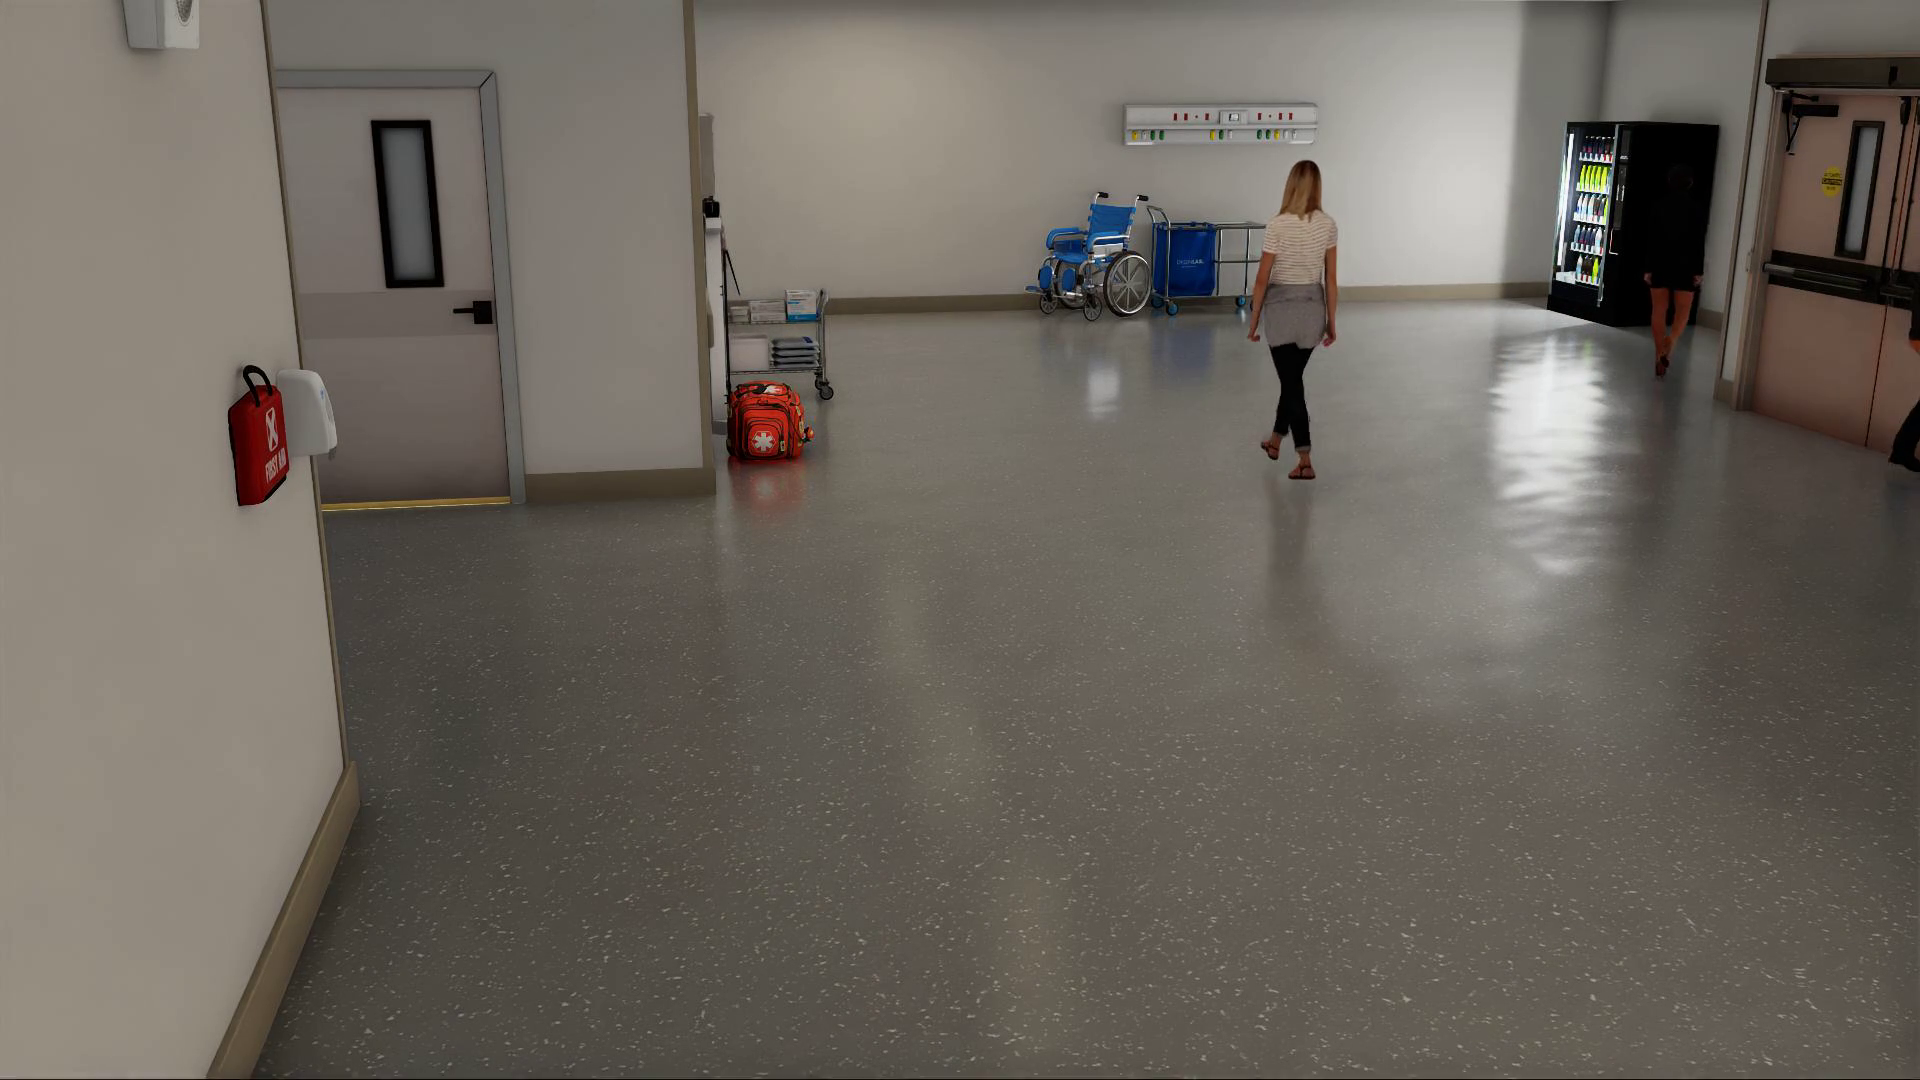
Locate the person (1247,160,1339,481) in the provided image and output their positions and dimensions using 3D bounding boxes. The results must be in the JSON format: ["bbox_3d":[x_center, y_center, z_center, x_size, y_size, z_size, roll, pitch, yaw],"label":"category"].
[{"bbox_3d":[1.923,-1.192,9.431,0.630,1.777,1.145,-2,16,-8],"label":"person"}]

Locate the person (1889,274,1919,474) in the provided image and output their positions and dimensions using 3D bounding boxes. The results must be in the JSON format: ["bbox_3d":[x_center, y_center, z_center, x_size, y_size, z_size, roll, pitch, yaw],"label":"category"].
[{"bbox_3d":[5.597,-1.174,9.422,0.726,1.747,1.140,-3,16,-12],"label":"person"}]

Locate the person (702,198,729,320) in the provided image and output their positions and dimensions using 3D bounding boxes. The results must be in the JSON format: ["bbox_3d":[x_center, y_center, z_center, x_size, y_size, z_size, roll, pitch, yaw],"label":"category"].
[{"bbox_3d":[-2.307,-2.550,15.320,0.539,1.194,0.539,-8,18,-26],"label":"person"}]

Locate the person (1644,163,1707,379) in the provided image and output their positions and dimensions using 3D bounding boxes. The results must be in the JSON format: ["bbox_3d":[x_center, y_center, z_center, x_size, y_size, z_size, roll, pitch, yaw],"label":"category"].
[{"bbox_3d":[5.403,-2.012,12.612,0.801,1.627,0.878,8,18,28],"label":"person"}]
